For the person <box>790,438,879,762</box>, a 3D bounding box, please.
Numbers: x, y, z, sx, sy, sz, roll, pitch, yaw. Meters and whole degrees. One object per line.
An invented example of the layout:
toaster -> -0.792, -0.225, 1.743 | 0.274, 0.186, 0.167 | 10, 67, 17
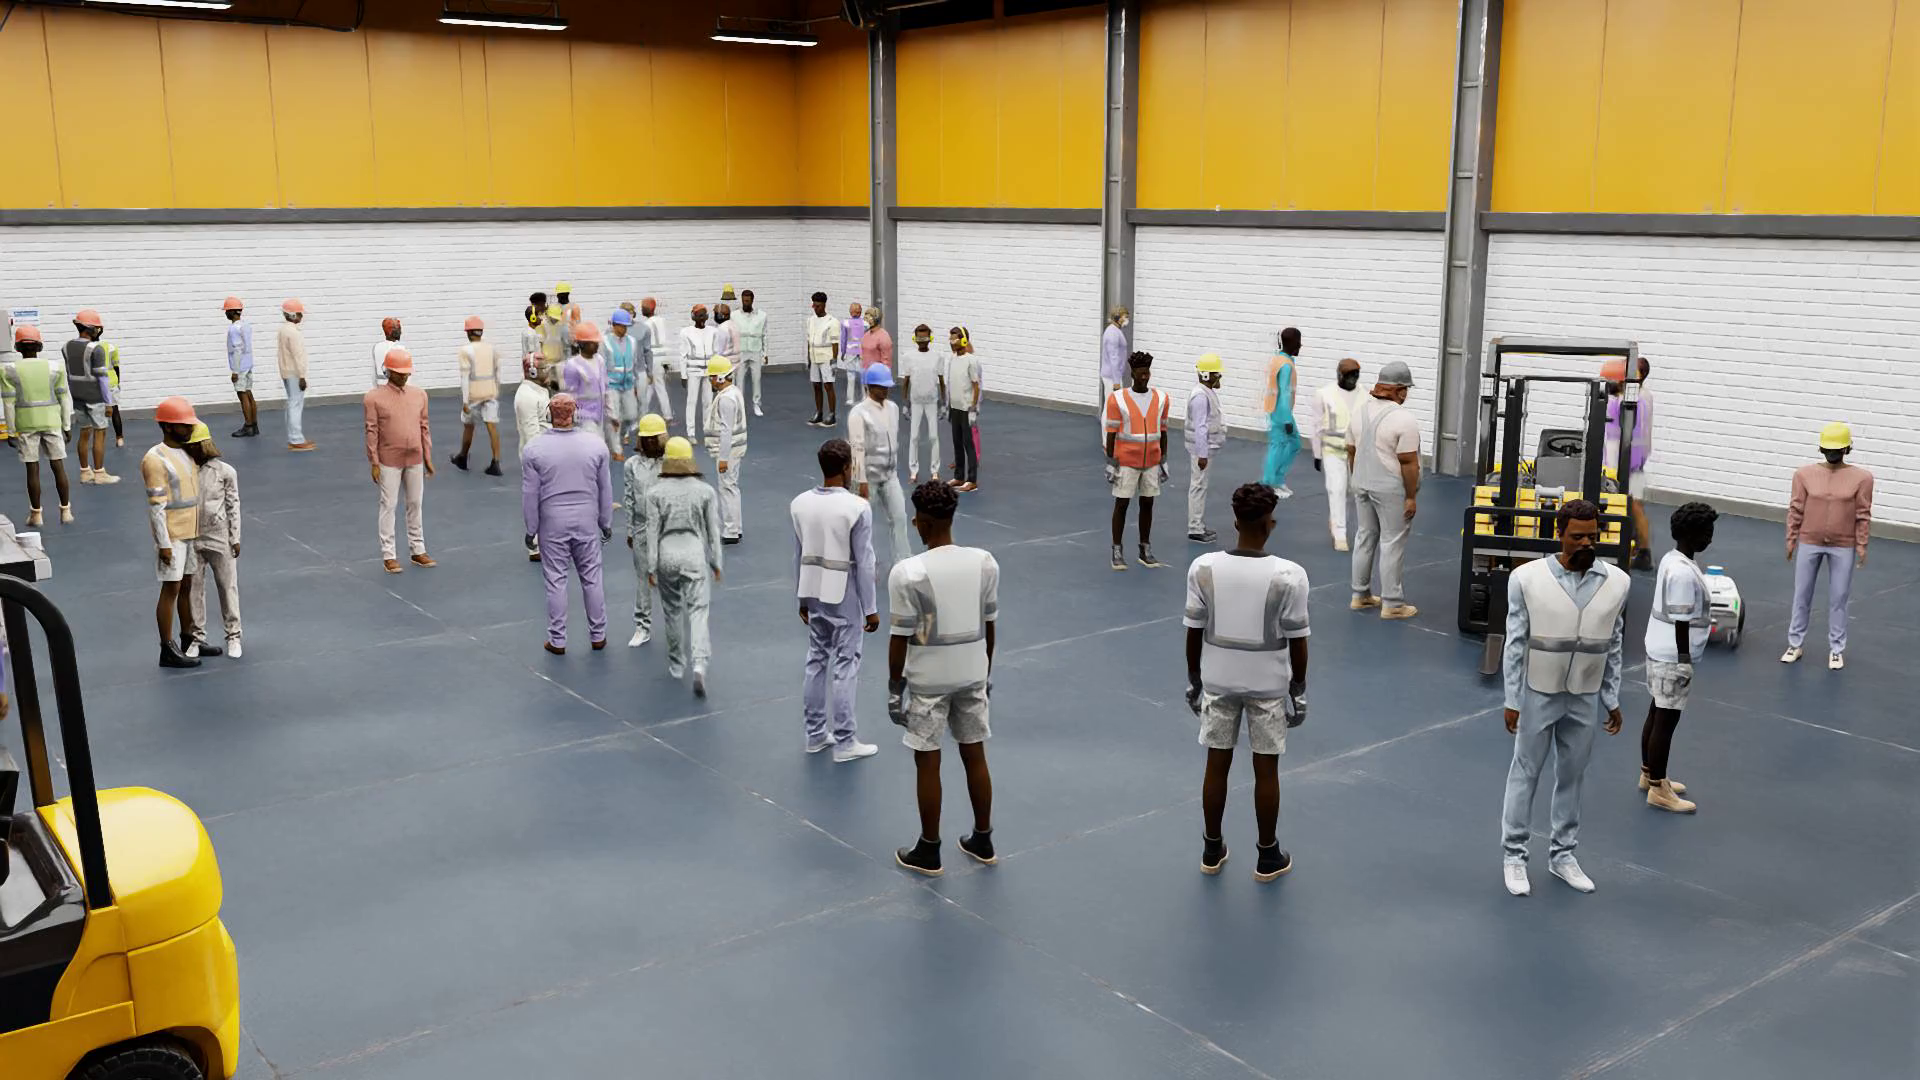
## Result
person -> -0.758, 0.357, 9.841 | 0.593, 1.911, 0.381 | 9, 15, 38

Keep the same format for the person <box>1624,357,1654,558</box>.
person -> 6.185, -0.758, 15.314 | 0.327, 1.871, 0.514 | 7, 14, 30

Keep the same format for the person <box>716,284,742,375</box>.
person -> -4.147, -3.731, 29.994 | 0.484, 1.736, 0.310 | 0, 12, -2

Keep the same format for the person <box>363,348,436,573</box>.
person -> -4.971, -0.712, 14.804 | 0.387, 1.989, 0.608 | 11, 16, 42

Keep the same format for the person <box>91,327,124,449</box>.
person -> -11.316, -2.036, 21.902 | 0.530, 1.697, 0.321 | -11, 16, -42

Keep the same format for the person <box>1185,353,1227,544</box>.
person -> 2.364, -0.887, 16.027 | 0.403, 1.830, 0.599 | 2, 12, 10

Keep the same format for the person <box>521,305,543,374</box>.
person -> -5.753, -2.233, 22.467 | 0.323, 1.861, 0.515 | -3, 12, -16

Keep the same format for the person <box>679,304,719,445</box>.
person -> -3.489, -2.229, 22.382 | 0.581, 1.882, 0.339 | -7, 14, -32

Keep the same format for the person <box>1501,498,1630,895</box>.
person -> 2.873, 0.740, 7.957 | 0.587, 1.920, 0.394 | -1, 12, -5

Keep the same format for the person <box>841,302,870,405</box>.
person -> -1.650, -2.968, 26.540 | 0.511, 1.641, 0.309 | -3, 12, -12

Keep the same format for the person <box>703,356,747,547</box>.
person -> -2.233, -0.845, 15.859 | 0.403, 1.821, 0.602 | -1, 12, -3

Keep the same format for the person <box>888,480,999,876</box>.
person -> -0.089, 0.673, 8.216 | 0.619, 1.954, 0.394 | -7, 13, -29

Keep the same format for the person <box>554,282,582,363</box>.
person -> -6.433, -3.256, 27.236 | 0.589, 1.927, 0.388 | 10, 15, 39

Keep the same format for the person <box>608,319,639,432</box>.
person -> -4.781, -2.305, 23.369 | 0.353, 1.623, 0.532 | -10, 15, -40

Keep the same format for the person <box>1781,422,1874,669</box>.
person -> 6.120, 0.036, 11.743 | 0.536, 1.763, 0.331 | 7, 13, 29

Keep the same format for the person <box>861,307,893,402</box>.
person -> -1.073, -1.968, 20.989 | 0.372, 1.940, 0.630 | -7, 14, -30

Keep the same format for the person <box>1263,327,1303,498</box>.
person -> 3.571, -1.387, 18.266 | 0.526, 1.897, 0.616 | 1, 12, 6

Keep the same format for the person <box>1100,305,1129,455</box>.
person -> 1.999, -2.070, 21.498 | 0.374, 1.933, 0.627 | 1, 12, 4

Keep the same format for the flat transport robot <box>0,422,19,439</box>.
flat transport robot -> -13.633, -1.520, 22.874 | 1.431, 0.197, 0.652 | 5, 13, 21

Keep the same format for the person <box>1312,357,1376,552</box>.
person -> 3.671, -0.843, 15.880 | 0.636, 1.812, 0.835 | -1, 12, -6

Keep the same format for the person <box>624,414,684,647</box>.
person -> -2.237, -0.067, 12.280 | 0.487, 1.744, 0.312 | 1, 12, 3

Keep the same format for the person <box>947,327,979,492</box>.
person -> 0.034, -1.466, 18.763 | 0.312, 1.859, 0.596 | -8, 14, -33

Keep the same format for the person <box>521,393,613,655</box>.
person -> -2.863, -0.120, 12.141 | 0.652, 1.905, 0.402 | -5, 13, -23

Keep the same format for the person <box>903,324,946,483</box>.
person -> -0.413, -1.582, 19.325 | 0.511, 1.862, 0.324 | 0, 12, 2

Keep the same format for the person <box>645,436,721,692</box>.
person -> -1.872, 0.167, 11.265 | 0.501, 1.702, 0.764 | -2, 12, -9

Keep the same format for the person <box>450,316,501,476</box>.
person -> -5.818, -1.744, 20.018 | 0.565, 1.883, 0.976 | -11, 16, -43

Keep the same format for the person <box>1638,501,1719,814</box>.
person -> 3.904, 0.625, 9.063 | 0.320, 1.692, 0.532 | 3, 12, 16

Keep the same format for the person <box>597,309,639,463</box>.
person -> -4.311, -1.938, 20.890 | 0.630, 1.927, 0.529 | -10, 15, -40

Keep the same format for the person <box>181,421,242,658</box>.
person -> -5.425, 0.002, 11.951 | 0.491, 1.744, 0.295 | -2, 12, -12

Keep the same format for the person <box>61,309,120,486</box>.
person -> -10.007, -1.638, 19.190 | 0.613, 2.029, 0.408 | 5, 13, 22

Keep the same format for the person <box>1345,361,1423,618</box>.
person -> 3.422, -0.415, 13.238 | 0.536, 2.000, 0.688 | -7, 13, -29

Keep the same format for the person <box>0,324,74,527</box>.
person -> -9.305, -1.149, 16.780 | 0.607, 2.044, 0.372 | -9, 15, -37

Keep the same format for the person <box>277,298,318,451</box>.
person -> -8.729, -2.174, 21.855 | 0.402, 1.990, 0.622 | -9, 15, -37

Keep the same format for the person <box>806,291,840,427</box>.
person -> -1.996, -2.618, 24.088 | 0.607, 1.958, 0.375 | 10, 15, 40

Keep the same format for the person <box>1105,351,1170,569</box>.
person -> 1.589, -0.714, 14.863 | 0.614, 1.963, 0.362 | -3, 12, -16

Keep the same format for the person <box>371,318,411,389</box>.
person -> -6.771, -1.714, 19.895 | 0.583, 1.882, 0.337 | 7, 14, 30

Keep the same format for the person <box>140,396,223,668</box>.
person -> -5.516, -0.058, 11.804 | 0.398, 1.928, 0.541 | 1, 12, 4

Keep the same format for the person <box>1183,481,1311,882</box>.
person -> 1.396, 0.687, 8.102 | 0.613, 1.962, 0.362 | 5, 13, 24

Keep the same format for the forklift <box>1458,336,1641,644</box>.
forklift -> 4.683, -0.471, 13.136 | 1.214, 2.155, 2.313 | 4, 12, 20

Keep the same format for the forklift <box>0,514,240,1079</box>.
forklift -> -3.687, 1.115, 5.480 | 2.313, 2.155, 1.214 | -9, 15, -36

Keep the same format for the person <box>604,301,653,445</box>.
person -> -4.422, -2.226, 22.278 | 0.631, 1.929, 0.391 | -4, 12, -20

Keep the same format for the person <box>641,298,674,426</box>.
person -> -4.575, -2.582, 24.160 | 0.896, 1.848, 0.611 | 3, 12, 12

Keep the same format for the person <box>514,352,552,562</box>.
person -> -3.841, -0.760, 15.230 | 0.407, 1.910, 0.640 | -2, 12, -11

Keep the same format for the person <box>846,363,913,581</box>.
person -> -0.634, -0.536, 14.131 | 0.916, 1.906, 0.634 | 11, 16, 42

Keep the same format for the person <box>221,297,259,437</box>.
person -> -9.995, -2.394, 23.047 | 0.366, 1.935, 0.552 | -1, 12, -5

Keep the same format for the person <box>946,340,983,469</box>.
person -> 0.060, -1.659, 20.261 | 0.507, 1.625, 0.302 | 9, 15, 37

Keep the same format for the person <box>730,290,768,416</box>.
person -> -3.205, -2.837, 25.238 | 0.591, 1.916, 0.382 | -2, 12, -10

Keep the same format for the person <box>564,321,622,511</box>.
person -> -4.011, -1.319, 17.672 | 0.835, 2.020, 0.607 | 4, 12, 20

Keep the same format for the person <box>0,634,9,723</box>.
person -> -4.869, 0.701, 7.856 | 0.630, 2.036, 0.417 | -8, 14, -34

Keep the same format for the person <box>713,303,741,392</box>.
person -> -3.288, -2.377, 23.224 | 0.429, 1.838, 0.631 | 2, 12, 9
